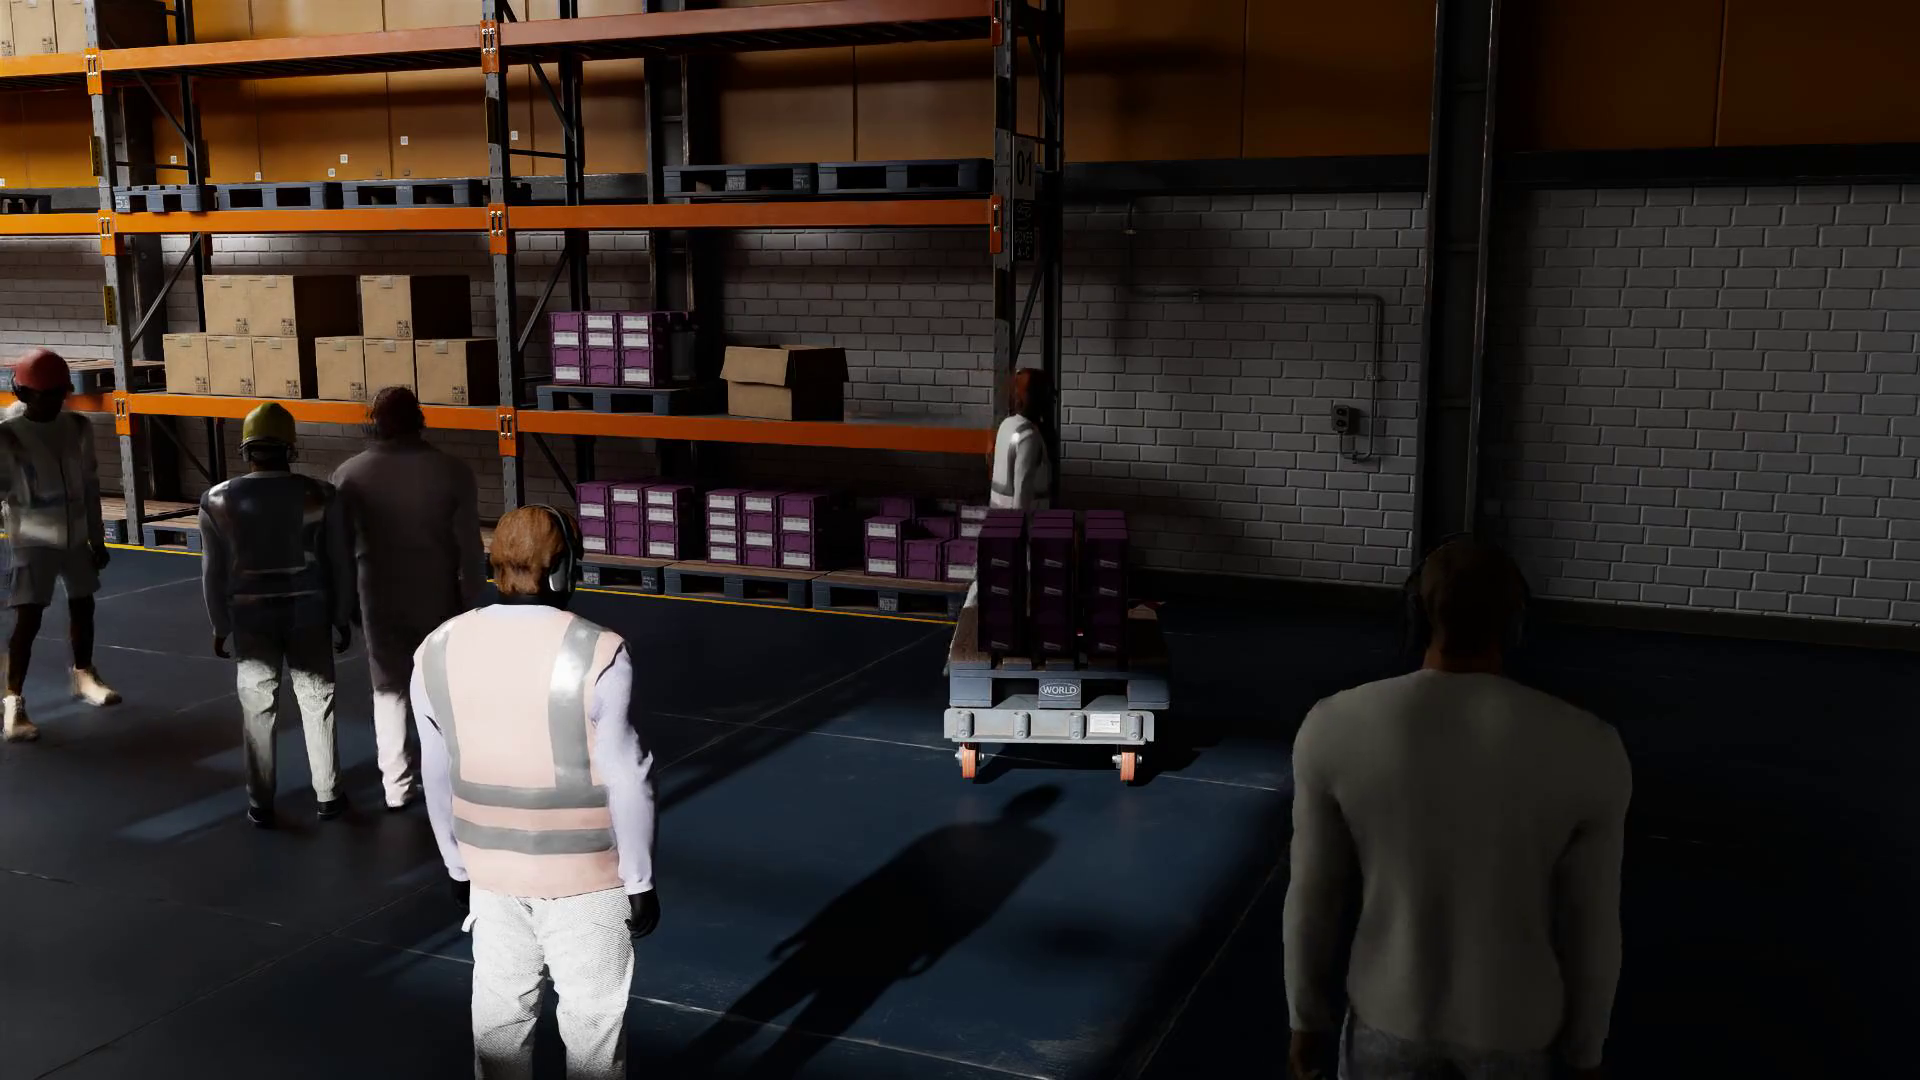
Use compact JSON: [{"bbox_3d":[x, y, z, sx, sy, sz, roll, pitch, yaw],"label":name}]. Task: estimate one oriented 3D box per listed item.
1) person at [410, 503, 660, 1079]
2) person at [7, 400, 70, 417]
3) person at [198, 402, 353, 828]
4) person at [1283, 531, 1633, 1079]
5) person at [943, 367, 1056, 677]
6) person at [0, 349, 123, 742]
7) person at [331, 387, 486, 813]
[{"bbox_3d":[-1.021,0.822,4.163,0.621,1.838,0.429,3,10,17],"label":"person"},{"bbox_3d":[-7.282,-0.591,13.348,0.818,1.597,0.503,5,11,27],"label":"person"},{"bbox_3d":[-2.918,0.324,7.153,0.594,1.832,0.404,-3,10,-19],"label":"person"},{"bbox_3d":[0.927,0.947,3.194,0.632,1.917,0.706,3,10,20],"label":"person"},{"bbox_3d":[0.362,-0.080,9.621,1.025,1.833,0.587,-3,10,-18],"label":"person"},{"bbox_3d":[-4.799,0.001,8.686,0.586,1.987,0.808,4,10,24],"label":"person"},{"bbox_3d":[-2.453,0.237,7.563,0.673,1.866,0.797,-1,10,-6],"label":"person"}]
